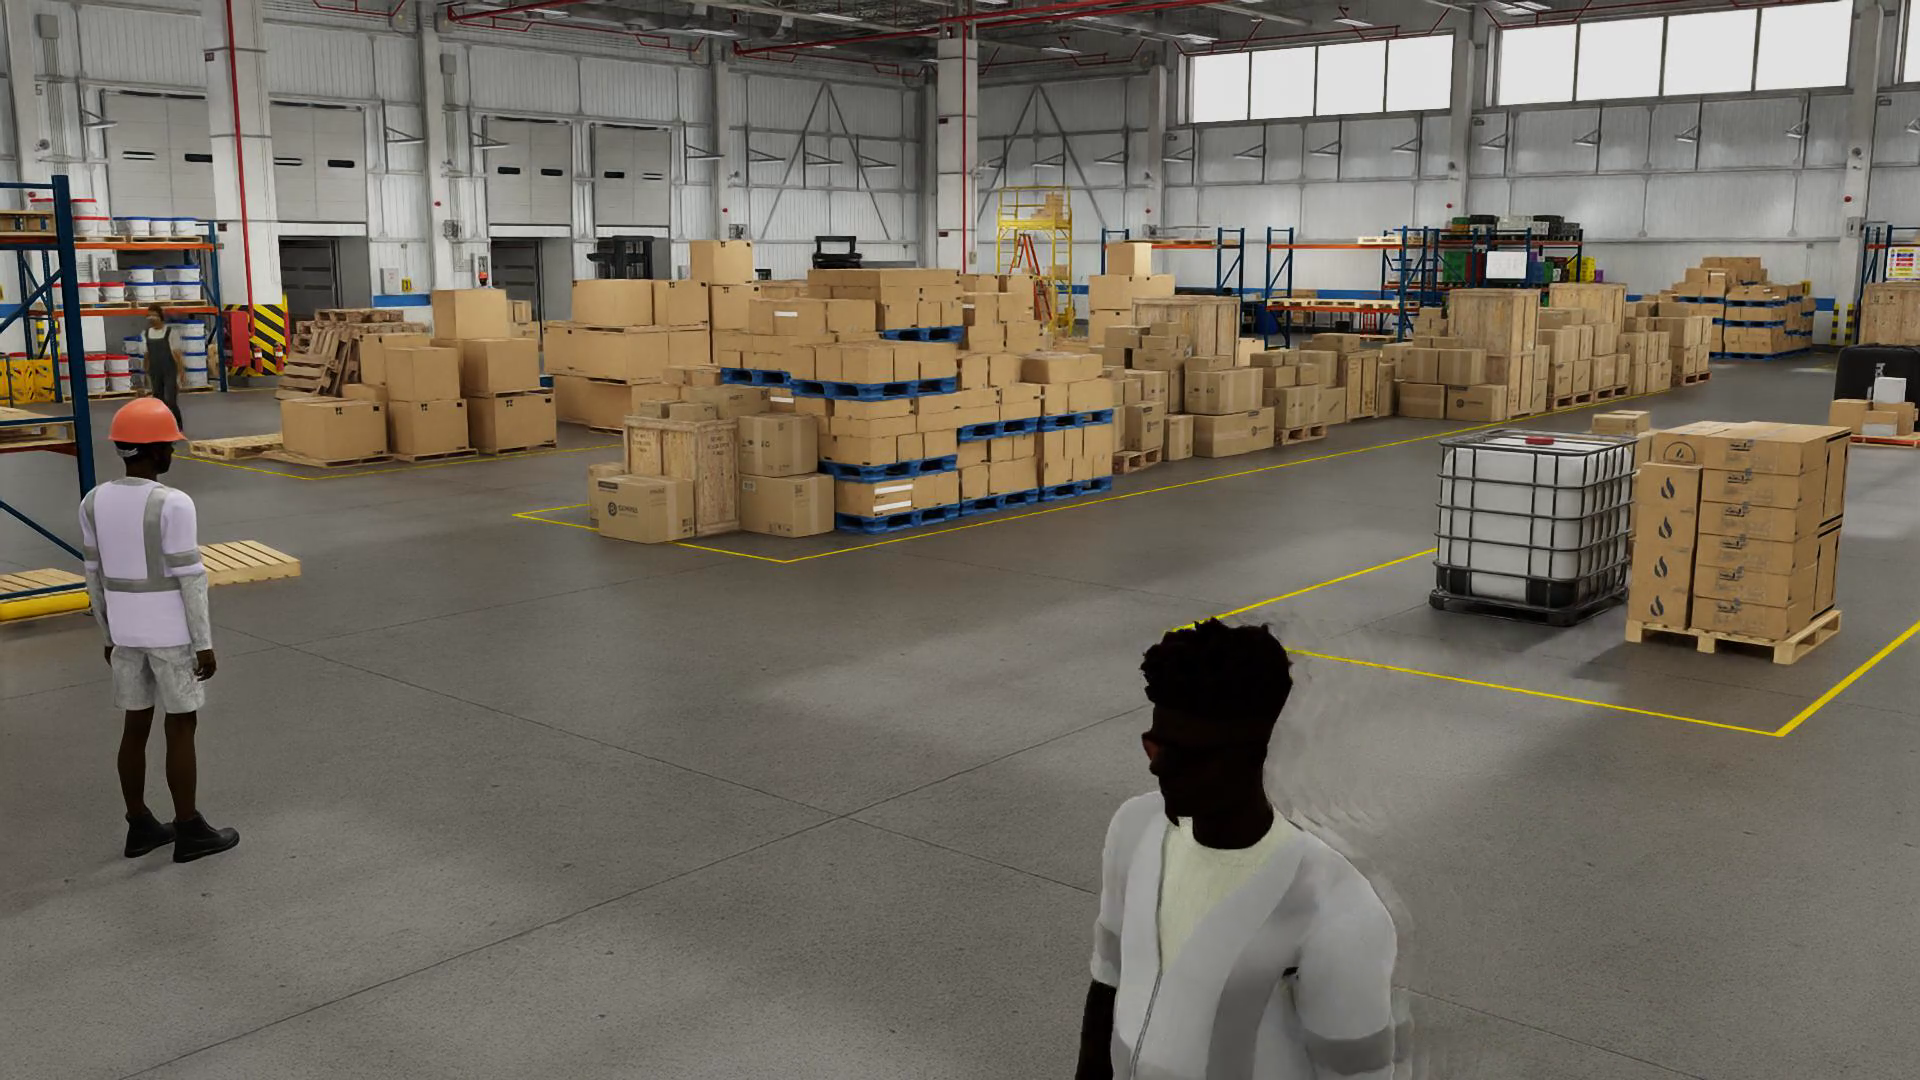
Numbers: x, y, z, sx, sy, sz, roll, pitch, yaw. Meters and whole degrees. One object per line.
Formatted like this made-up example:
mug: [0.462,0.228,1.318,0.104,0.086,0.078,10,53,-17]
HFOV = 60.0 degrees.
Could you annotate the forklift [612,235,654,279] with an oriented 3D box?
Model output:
forklift: [-7.300,-5.450,37.421,1.873,2.768,1.129,8,13,40]

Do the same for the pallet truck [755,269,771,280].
pallet truck: [-4.996,-6.432,45.525,1.885,1.965,0.823,-6,12,-32]

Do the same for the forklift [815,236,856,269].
forklift: [-2.848,-5.612,38.344,1.129,2.768,1.873,-1,10,-6]

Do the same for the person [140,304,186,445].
person: [-10.249,-2.108,21.378,0.552,1.830,0.400,0,10,1]

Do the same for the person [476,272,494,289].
person: [-12.300,-5.961,43.017,0.547,1.937,0.363,3,11,19]

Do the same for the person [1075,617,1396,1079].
person: [0.407,1.085,2.856,0.420,1.949,0.614,-5,11,-27]

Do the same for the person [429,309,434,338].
person: [-8.397,-3.104,26.907,0.654,1.899,0.987,9,14,42]

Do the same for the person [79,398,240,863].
person: [-3.335,0.377,6.930,0.552,1.935,0.360,3,10,17]

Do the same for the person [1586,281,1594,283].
person: [12.599,-4.241,33.341,0.470,1.893,0.607,-5,11,-29]
